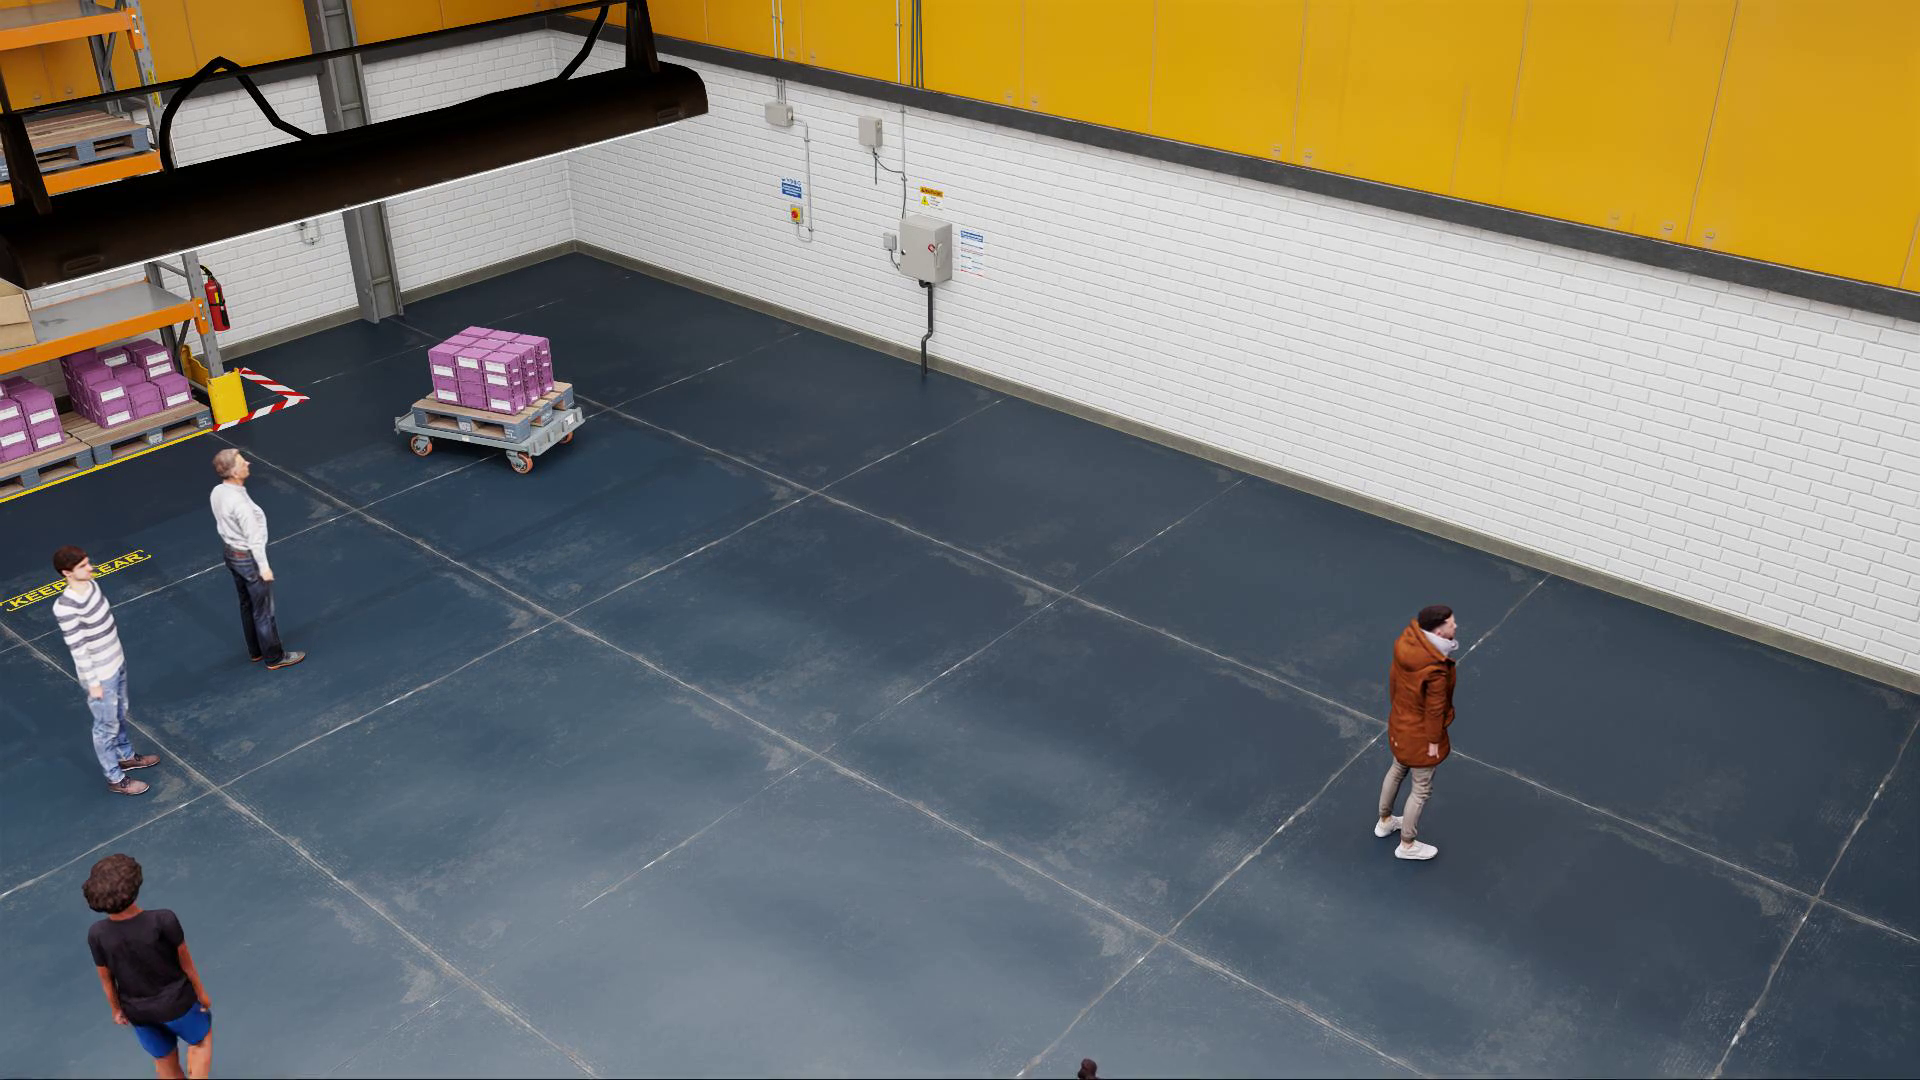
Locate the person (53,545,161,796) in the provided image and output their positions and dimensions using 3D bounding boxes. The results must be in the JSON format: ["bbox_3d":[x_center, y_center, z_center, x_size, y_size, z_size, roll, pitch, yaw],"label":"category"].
[{"bbox_3d":[-5.883,0.863,11.361,0.763,1.854,0.711,-3,29,-6],"label":"person"}]

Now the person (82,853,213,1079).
[{"bbox_3d":[-4.140,2.417,8.580,0.841,1.789,0.887,-8,30,-15],"label":"person"}]

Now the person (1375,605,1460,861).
[{"bbox_3d":[2.951,1.216,10.732,0.885,1.837,0.848,-8,30,-14],"label":"person"}]

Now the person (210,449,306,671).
[{"bbox_3d":[-5.456,0.134,12.733,0.648,1.819,0.565,24,36,36],"label":"person"}]
